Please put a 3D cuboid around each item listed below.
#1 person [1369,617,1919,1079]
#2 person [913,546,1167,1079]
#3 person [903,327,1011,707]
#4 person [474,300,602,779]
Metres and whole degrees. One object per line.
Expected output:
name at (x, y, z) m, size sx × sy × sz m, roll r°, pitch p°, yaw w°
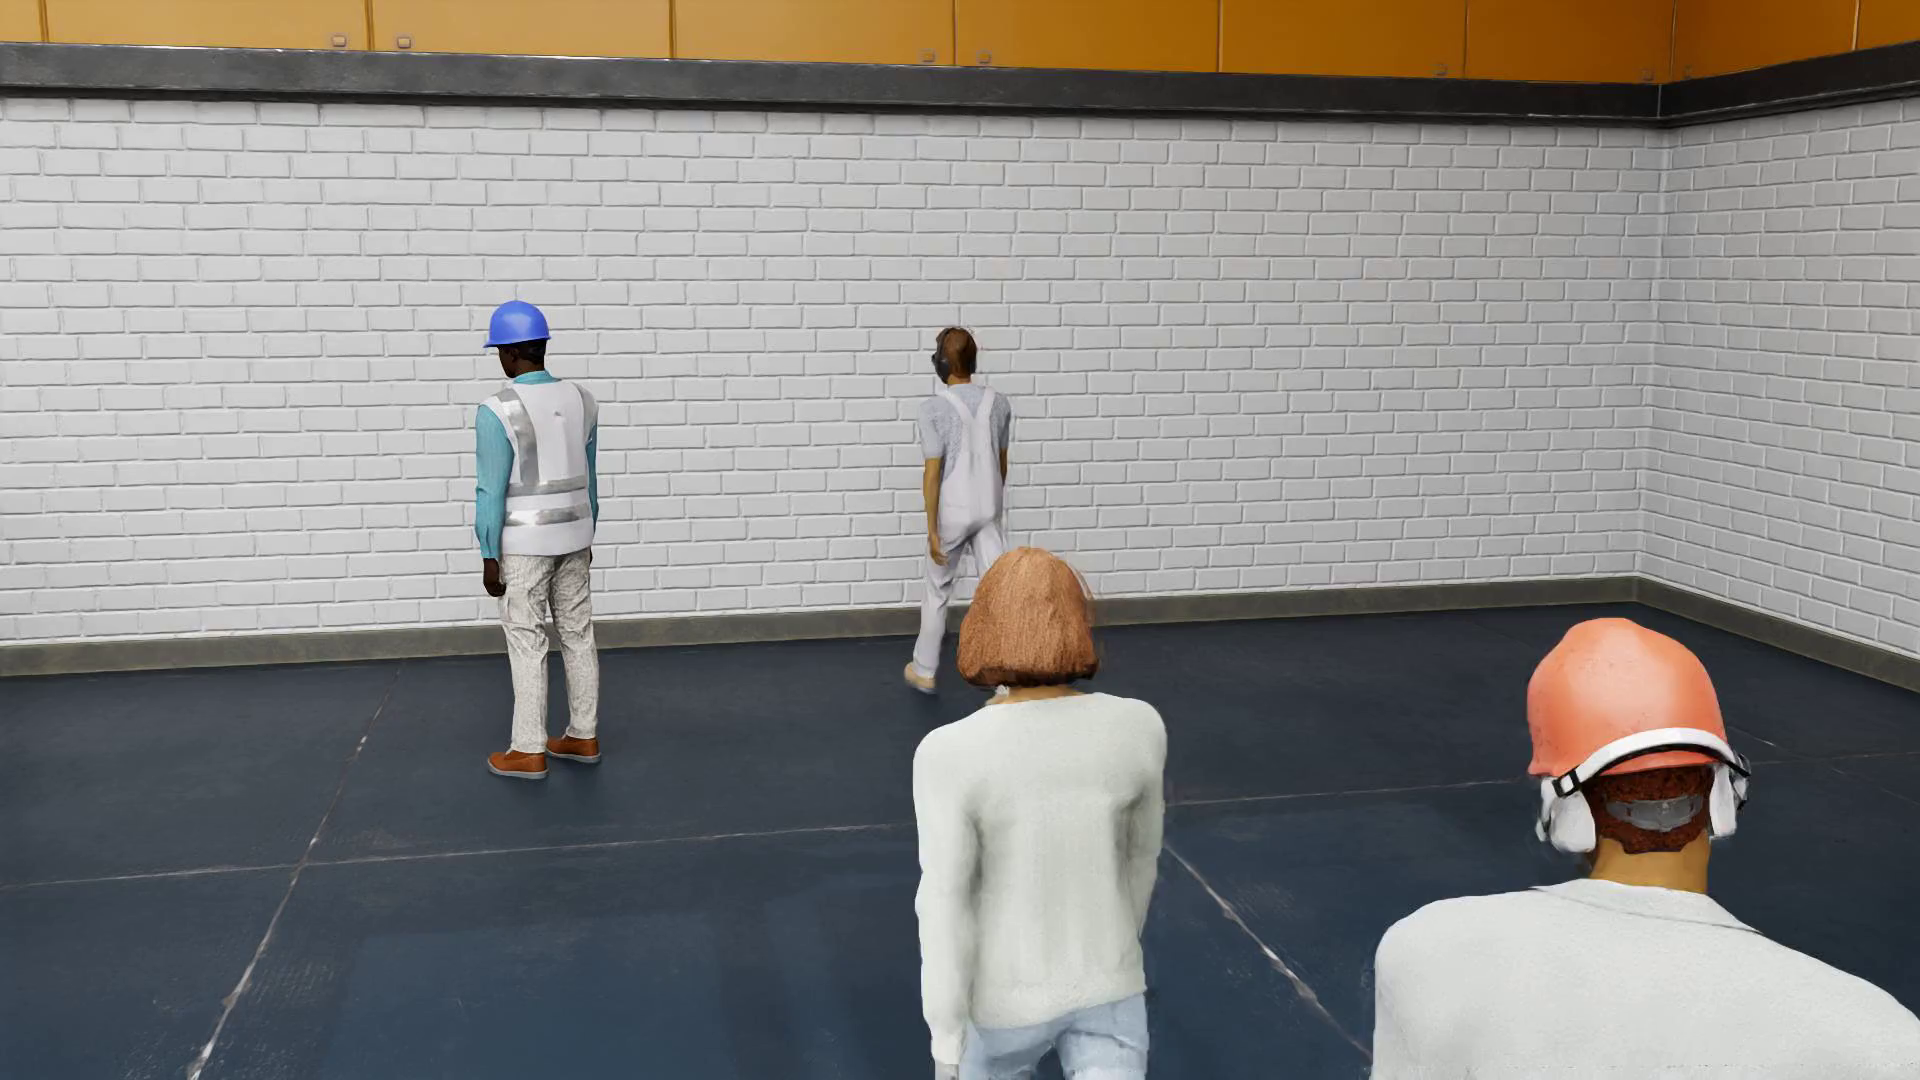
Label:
person at (0.767, 0.932, 1.849) m, size 0.599 × 1.681 × 0.921 m, roll 8°, pitch 12°, yaw 40°
person at (0.149, 0.806, 2.953) m, size 0.487 × 1.578 × 0.883 m, roll -3°, pitch 10°, yaw -17°
person at (0.028, -0.096, 7.813) m, size 0.507 × 1.800 × 0.974 m, roll -4°, pitch 10°, yaw -25°
person at (-1.724, 0.002, 6.786) m, size 0.416 × 1.939 × 0.604 m, roll 6°, pitch 11°, yaw 34°
